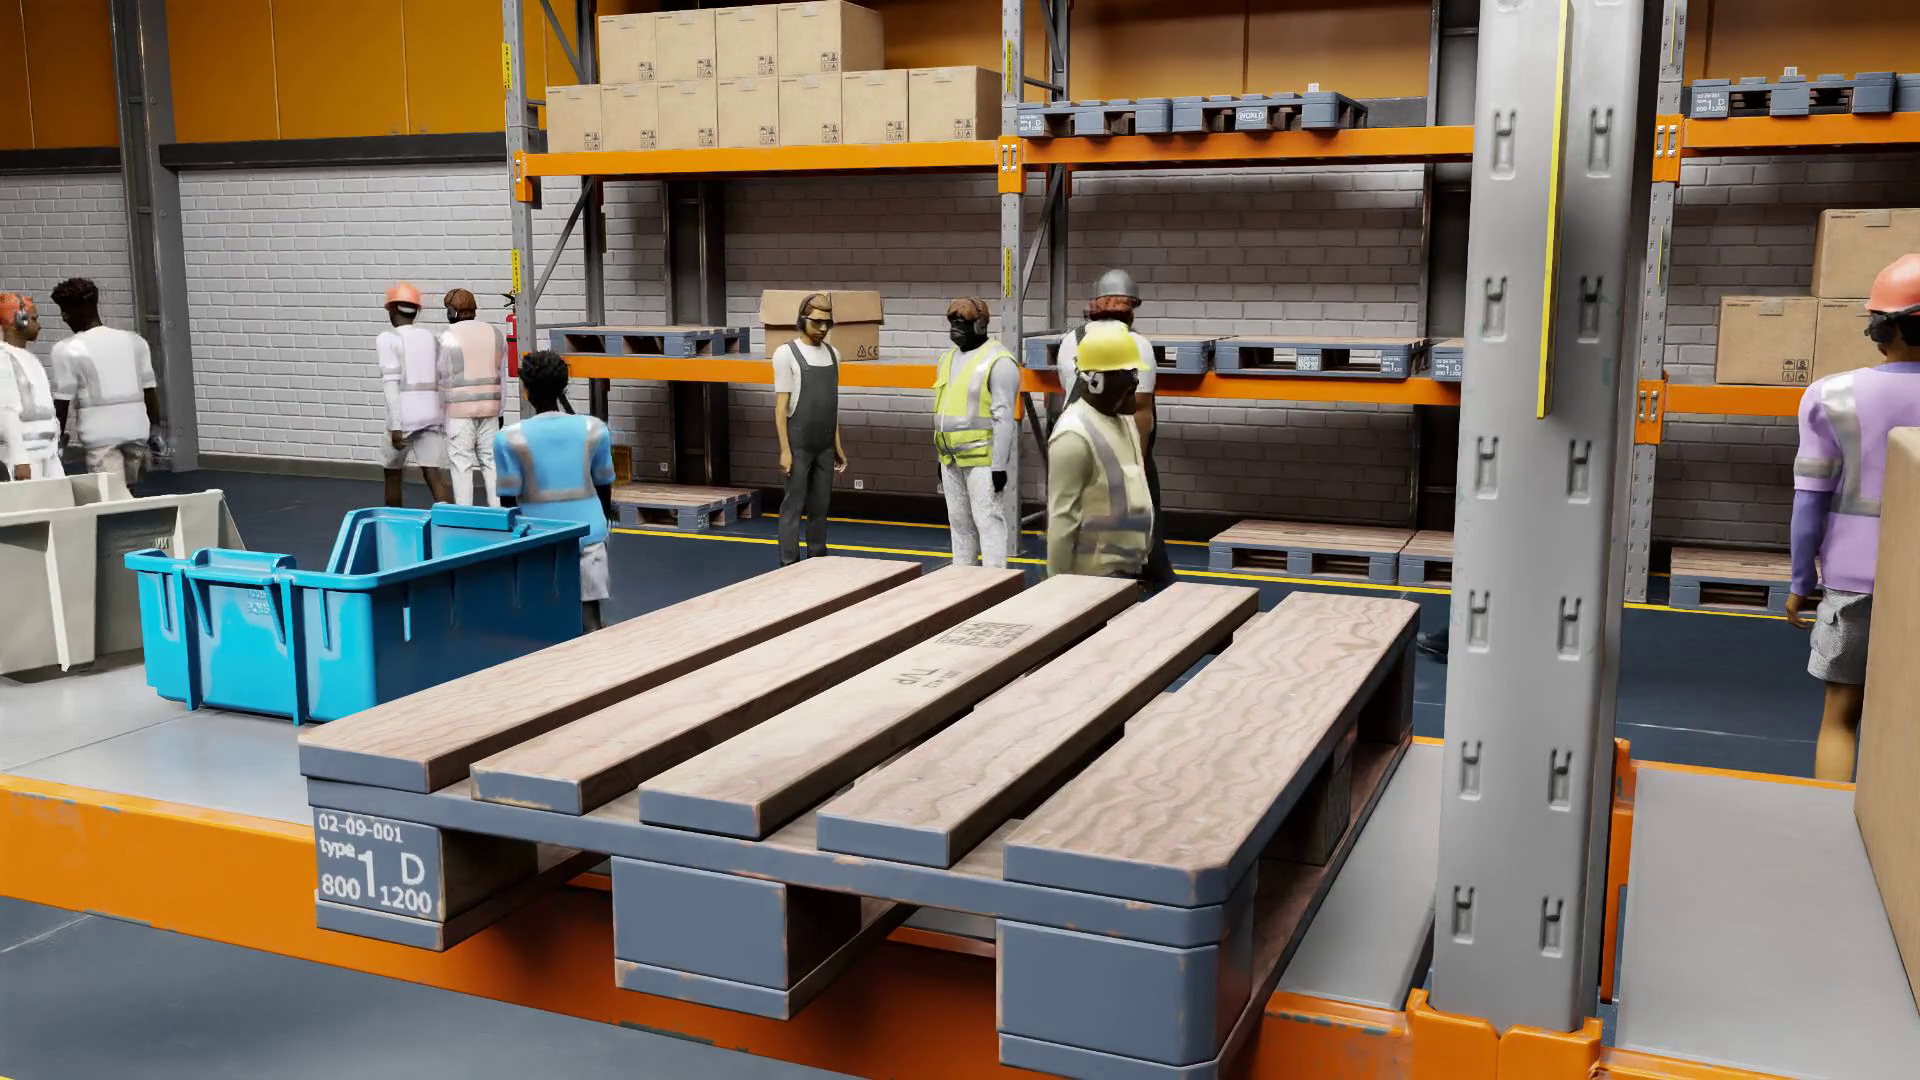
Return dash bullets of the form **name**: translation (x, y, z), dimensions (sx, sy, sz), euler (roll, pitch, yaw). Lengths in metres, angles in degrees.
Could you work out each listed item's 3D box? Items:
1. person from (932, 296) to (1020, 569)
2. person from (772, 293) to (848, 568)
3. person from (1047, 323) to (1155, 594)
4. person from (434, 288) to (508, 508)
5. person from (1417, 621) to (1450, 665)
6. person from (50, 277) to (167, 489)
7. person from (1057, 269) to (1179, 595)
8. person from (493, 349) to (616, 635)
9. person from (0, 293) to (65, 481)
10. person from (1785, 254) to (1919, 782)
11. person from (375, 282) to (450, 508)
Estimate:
- **person**: translation (0.067, -0.458, 9.452), dimensions (0.429, 1.836, 0.623), euler (-7, 12, -37)
- **person**: translation (-0.895, -0.554, 10.000), dimensions (0.345, 1.839, 0.506), euler (8, 13, 41)
- **person**: translation (0.466, 0.062, 6.428), dimensions (0.852, 1.806, 0.587), euler (4, 10, 20)
- **person**: translation (-3.626, -0.928, 12.265), dimensions (0.429, 1.838, 0.628), euler (9, 13, 43)
- **person**: translation (2.703, -0.273, 8.153), dimensions (0.980, 1.890, 0.567), euler (9, 13, 43)
- **person**: translation (-5.298, -0.637, 10.222), dimensions (0.830, 1.923, 0.619), euler (6, 11, 30)
- **person**: translation (0.922, -0.562, 9.440), dimensions (0.681, 2.000, 0.949), euler (8, 13, 41)
- **person**: translation (-1.741, 0.000, 7.243), dimensions (0.541, 1.652, 0.882), euler (-4, 10, -25)
- **person**: translation (-5.402, -0.495, 9.611), dimensions (0.718, 1.847, 0.606), euler (-1, 10, -5)
- **person**: translation (2.994, 0.116, 5.358), dimensions (0.608, 2.048, 0.363), euler (4, 10, 22)
- **person**: translation (-3.778, -0.817, 11.429), dimensions (0.916, 1.883, 0.562), euler (7, 12, 36)
